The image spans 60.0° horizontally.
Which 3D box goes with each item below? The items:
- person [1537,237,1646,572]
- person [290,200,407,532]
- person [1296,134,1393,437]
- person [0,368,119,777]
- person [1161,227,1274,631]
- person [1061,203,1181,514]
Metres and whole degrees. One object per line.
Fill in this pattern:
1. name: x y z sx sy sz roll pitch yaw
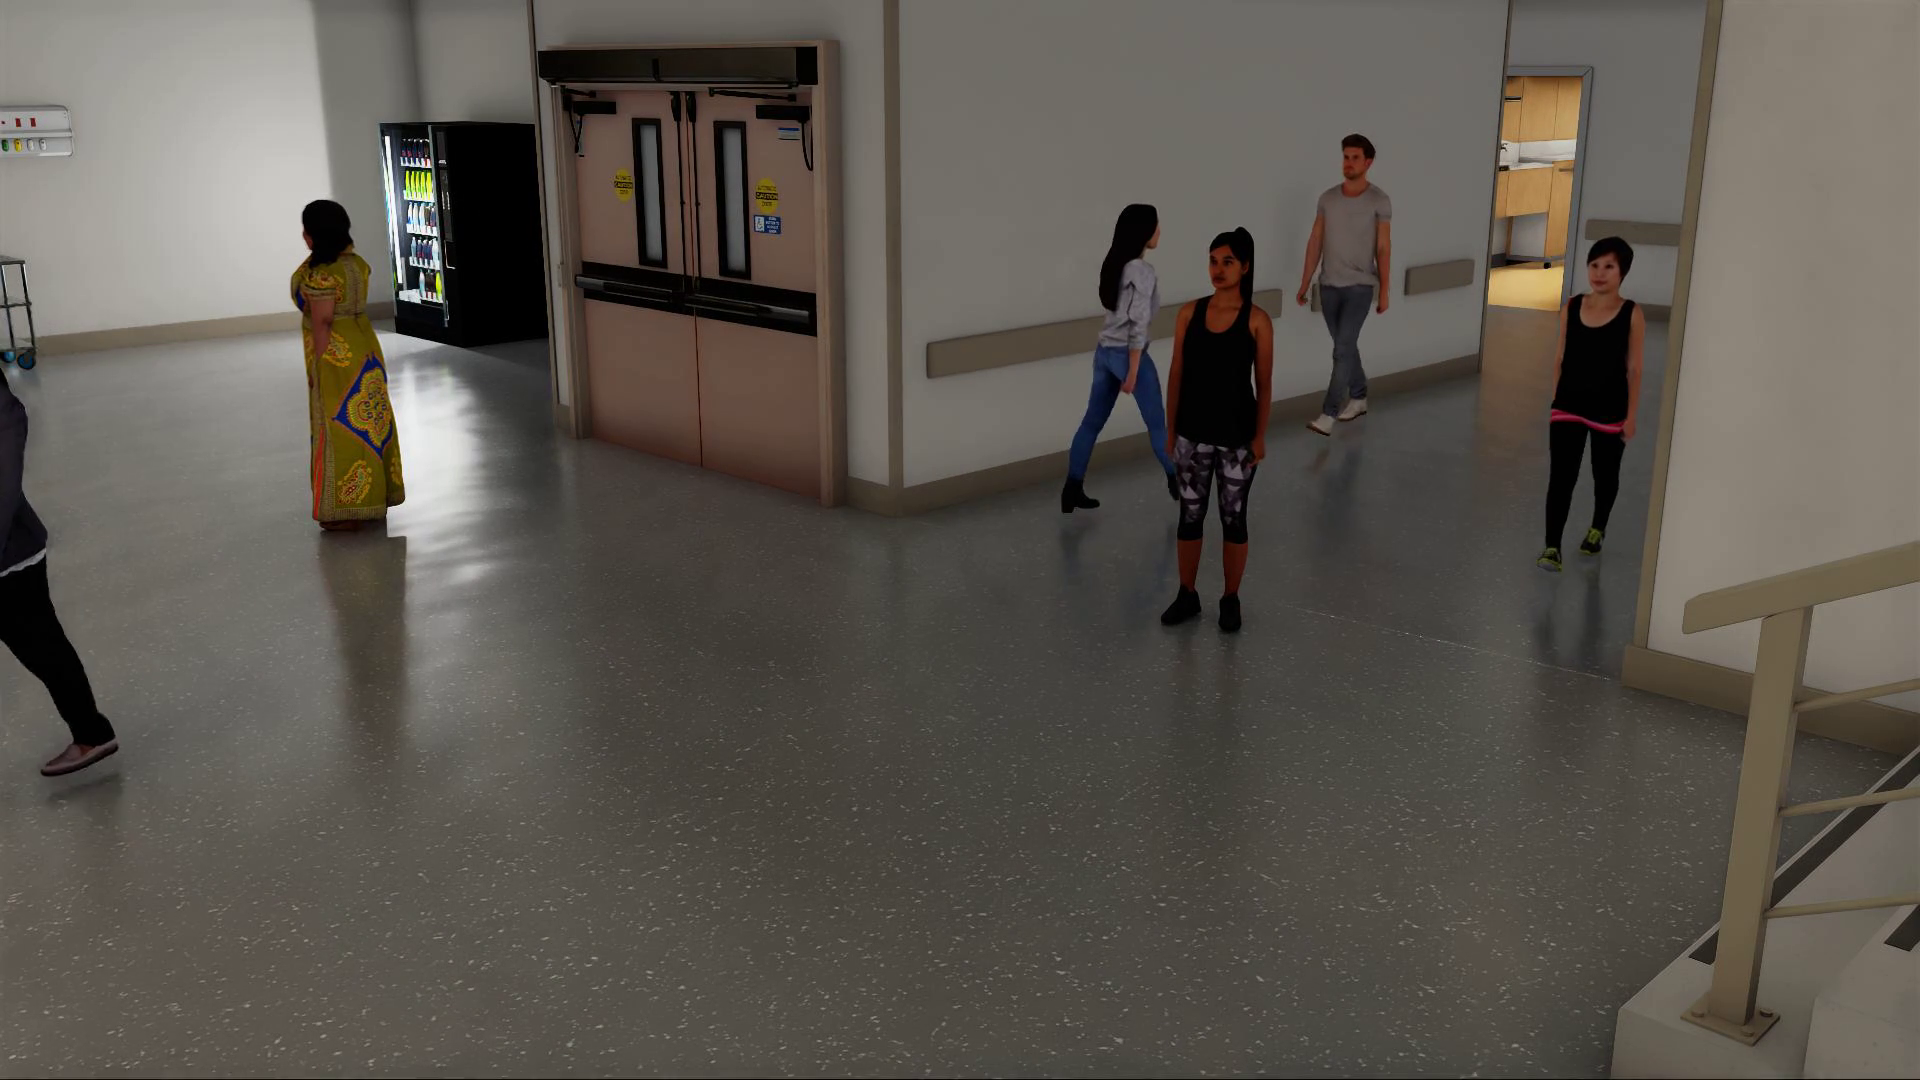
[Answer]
1. person: 2.959 -0.611 7.717 1.026 1.510 0.782 9 18 30
2. person: -3.137 -0.892 8.439 1.030 1.660 0.998 2 16 7
3. person: 2.500 -1.599 10.598 1.150 1.849 0.760 13 20 39
4. person: -3.027 0.046 5.298 1.023 1.559 0.882 9 18 30
5. person: 1.072 -0.458 6.901 0.561 1.658 0.703 7 17 24
6. person: 0.762 -0.885 8.568 0.885 1.576 1.079 -8 18 -26
